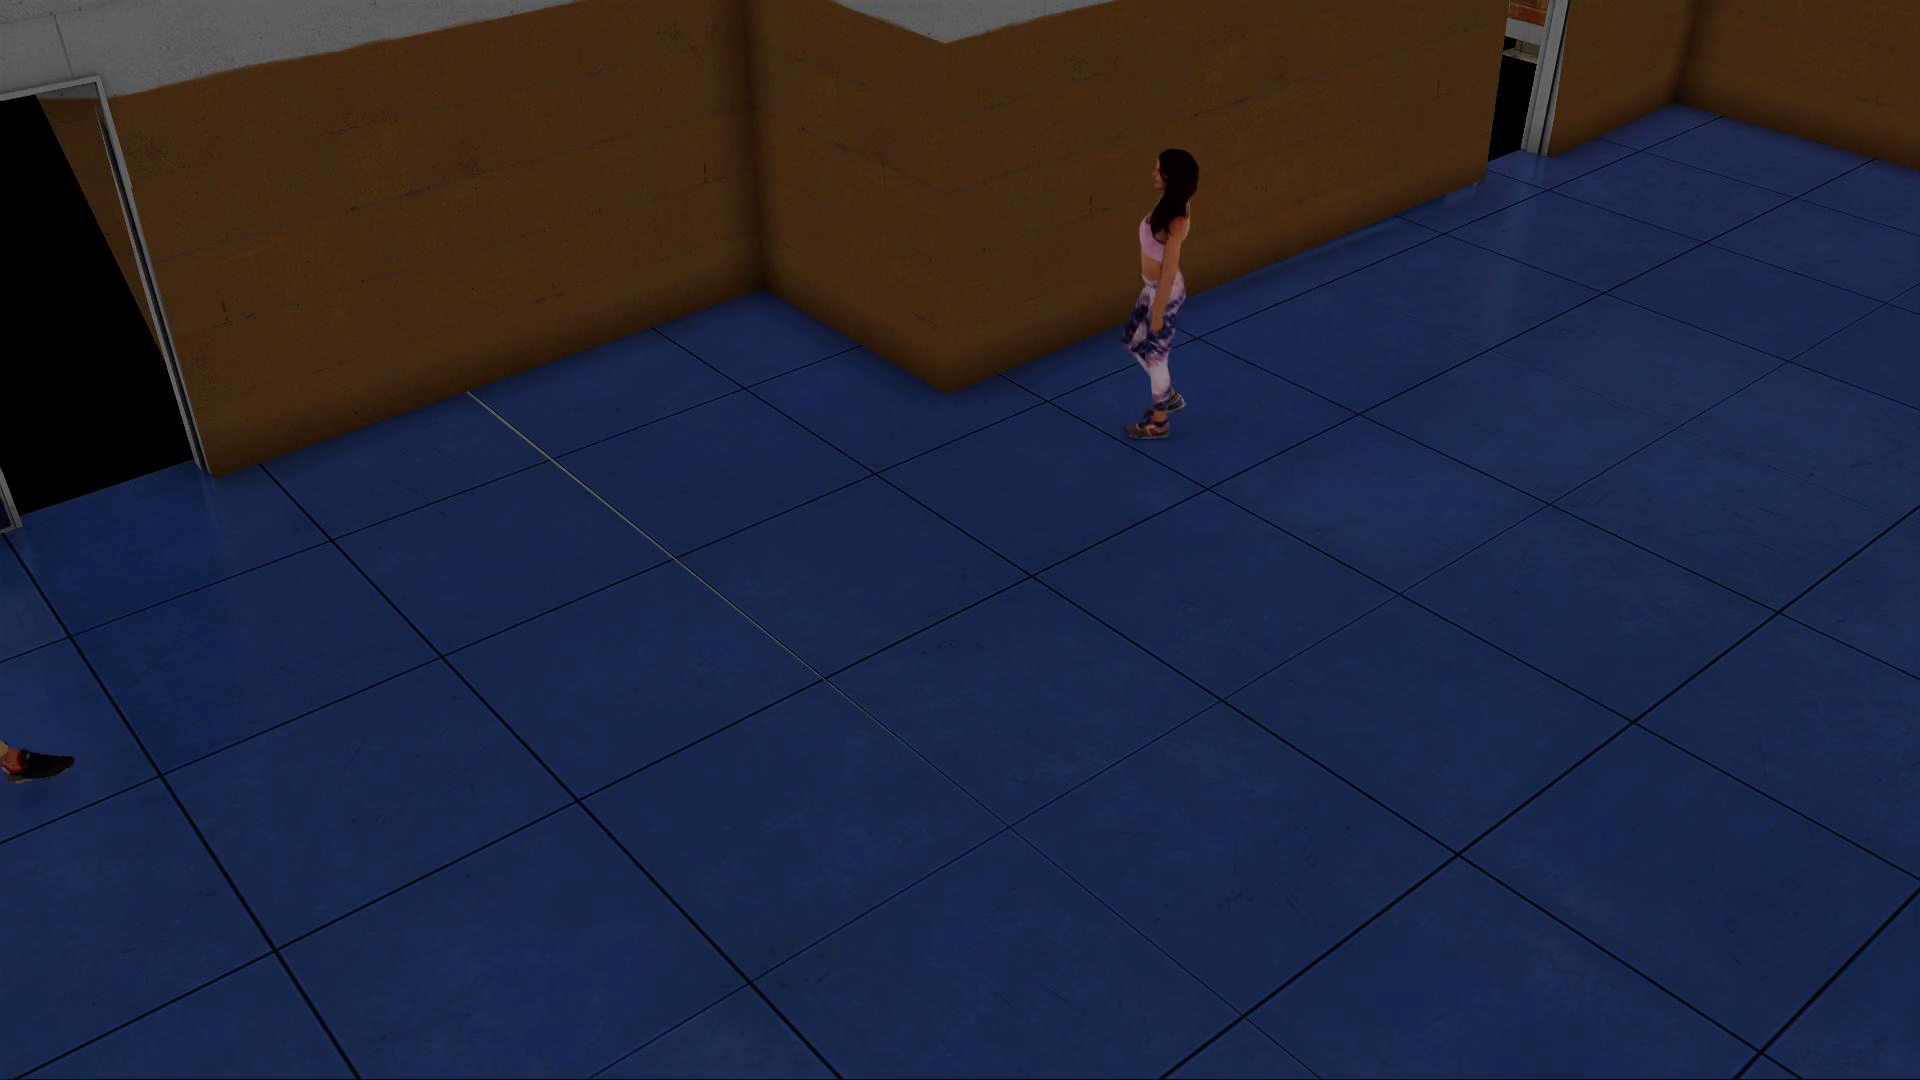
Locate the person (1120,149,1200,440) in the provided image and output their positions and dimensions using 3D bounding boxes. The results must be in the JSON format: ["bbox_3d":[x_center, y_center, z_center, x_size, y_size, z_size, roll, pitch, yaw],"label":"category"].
[{"bbox_3d":[1.224,-1.359,9.387,0.799,1.761,0.737,1,34,2],"label":"person"}]
